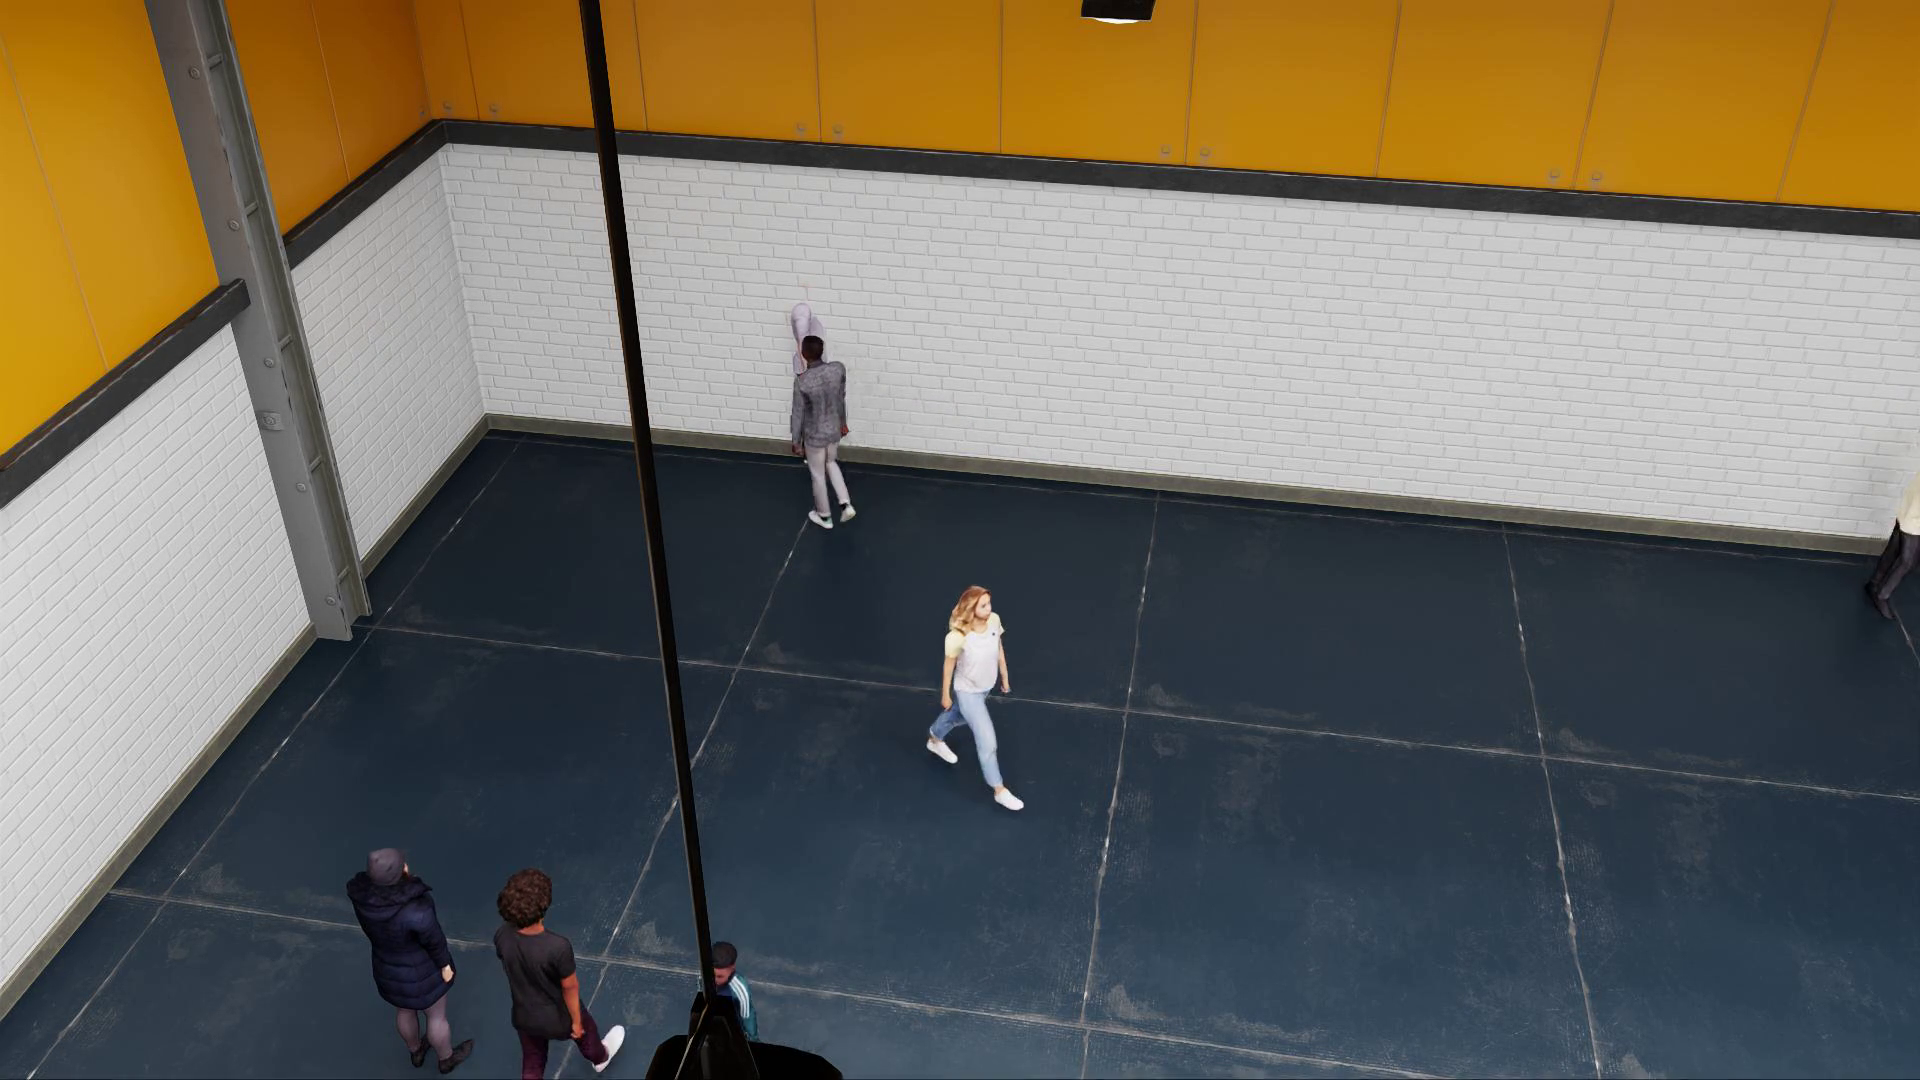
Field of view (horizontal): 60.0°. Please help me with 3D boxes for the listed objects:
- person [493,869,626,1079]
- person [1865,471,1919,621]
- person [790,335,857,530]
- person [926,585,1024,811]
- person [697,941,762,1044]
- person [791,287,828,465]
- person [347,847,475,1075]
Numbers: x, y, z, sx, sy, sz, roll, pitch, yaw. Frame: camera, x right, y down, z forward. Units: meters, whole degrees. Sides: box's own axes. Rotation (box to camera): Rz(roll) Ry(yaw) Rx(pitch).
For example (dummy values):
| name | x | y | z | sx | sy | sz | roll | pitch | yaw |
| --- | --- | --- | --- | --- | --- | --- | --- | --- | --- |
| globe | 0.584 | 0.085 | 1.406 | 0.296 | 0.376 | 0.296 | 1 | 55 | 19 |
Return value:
| name | x | y | z | sx | sy | sz | roll | pitch | yaw |
| --- | --- | --- | --- | --- | --- | --- | --- | --- | --- |
| person | -2.250 | 2.543 | 8.905 | 0.635 | 1.744 | 0.976 | 6 | 34 | 10 |
| person | 7.470 | -0.138 | 13.098 | 0.770 | 1.568 | 0.433 | 0 | 34 | 0 |
| person | -1.102 | -0.860 | 13.950 | 0.903 | 1.827 | 0.966 | -25 | 41 | -33 |
| person | 0.025 | 0.982 | 11.316 | 1.087 | 1.675 | 1.168 | 26 | 42 | 33 |
| person | -1.229 | 2.638 | 9.214 | 0.614 | 1.244 | 0.642 | 23 | 40 | 30 |
| person | -1.353 | -1.578 | 15.023 | 0.759 | 1.835 | 0.566 | 1 | 34 | 2 |
| person | -3.066 | 2.346 | 9.264 | 0.702 | 1.675 | 0.690 | 10 | 35 | 15 |
